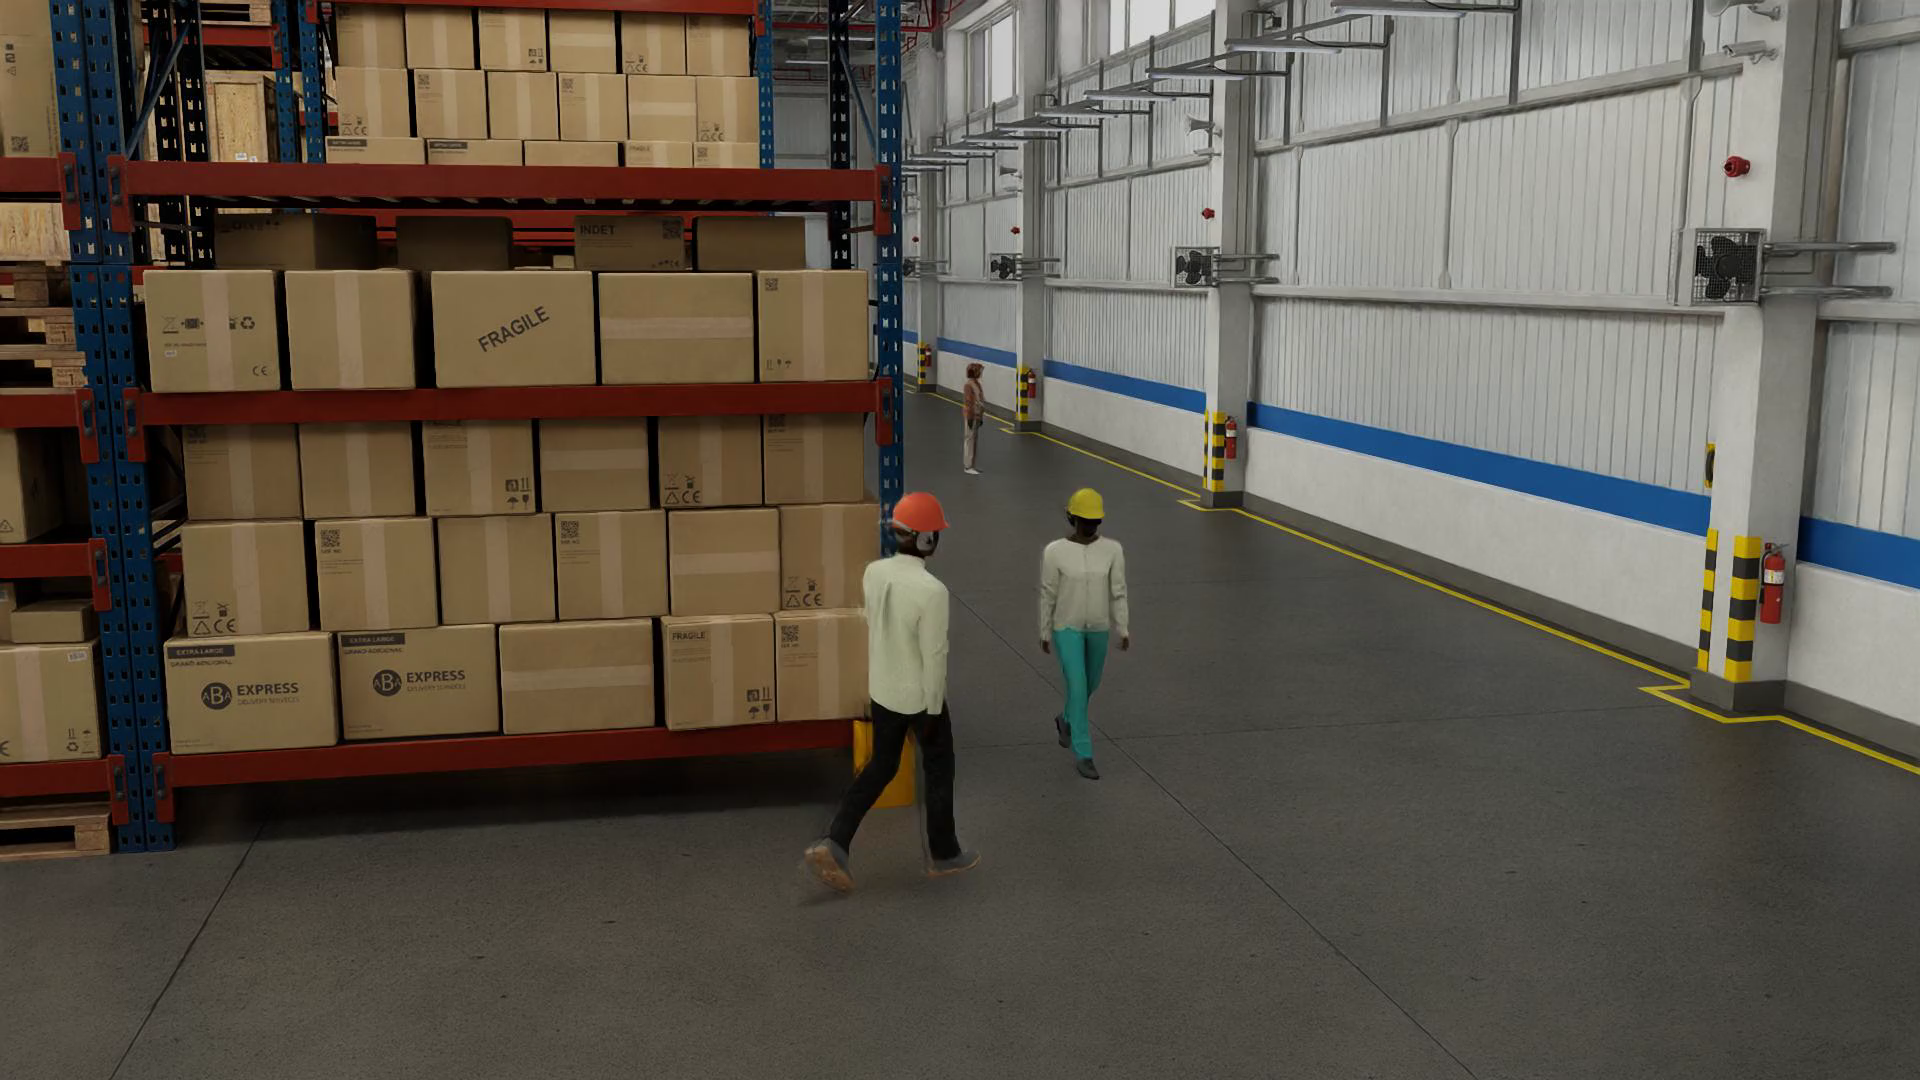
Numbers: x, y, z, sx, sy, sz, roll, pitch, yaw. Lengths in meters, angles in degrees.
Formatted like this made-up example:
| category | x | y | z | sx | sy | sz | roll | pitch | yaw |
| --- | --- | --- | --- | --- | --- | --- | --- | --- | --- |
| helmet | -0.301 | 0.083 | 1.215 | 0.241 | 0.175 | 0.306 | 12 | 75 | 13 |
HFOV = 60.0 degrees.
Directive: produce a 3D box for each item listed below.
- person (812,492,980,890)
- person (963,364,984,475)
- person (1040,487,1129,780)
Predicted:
| category | x | y | z | sx | sy | sz | roll | pitch | yaw |
| --- | --- | --- | --- | --- | --- | --- | --- | --- | --- |
| person | -0.303 | 0.742 | 8.082 | 0.887 | 1.966 | 0.616 | -9 | 13 | -44 |
| person | 0.205 | -1.777 | 24.461 | 0.337 | 1.627 | 0.545 | 3 | 10 | 17 |
| person | 0.730 | 0.516 | 10.159 | 0.535 | 1.731 | 0.795 | -3 | 10 | -17 |
